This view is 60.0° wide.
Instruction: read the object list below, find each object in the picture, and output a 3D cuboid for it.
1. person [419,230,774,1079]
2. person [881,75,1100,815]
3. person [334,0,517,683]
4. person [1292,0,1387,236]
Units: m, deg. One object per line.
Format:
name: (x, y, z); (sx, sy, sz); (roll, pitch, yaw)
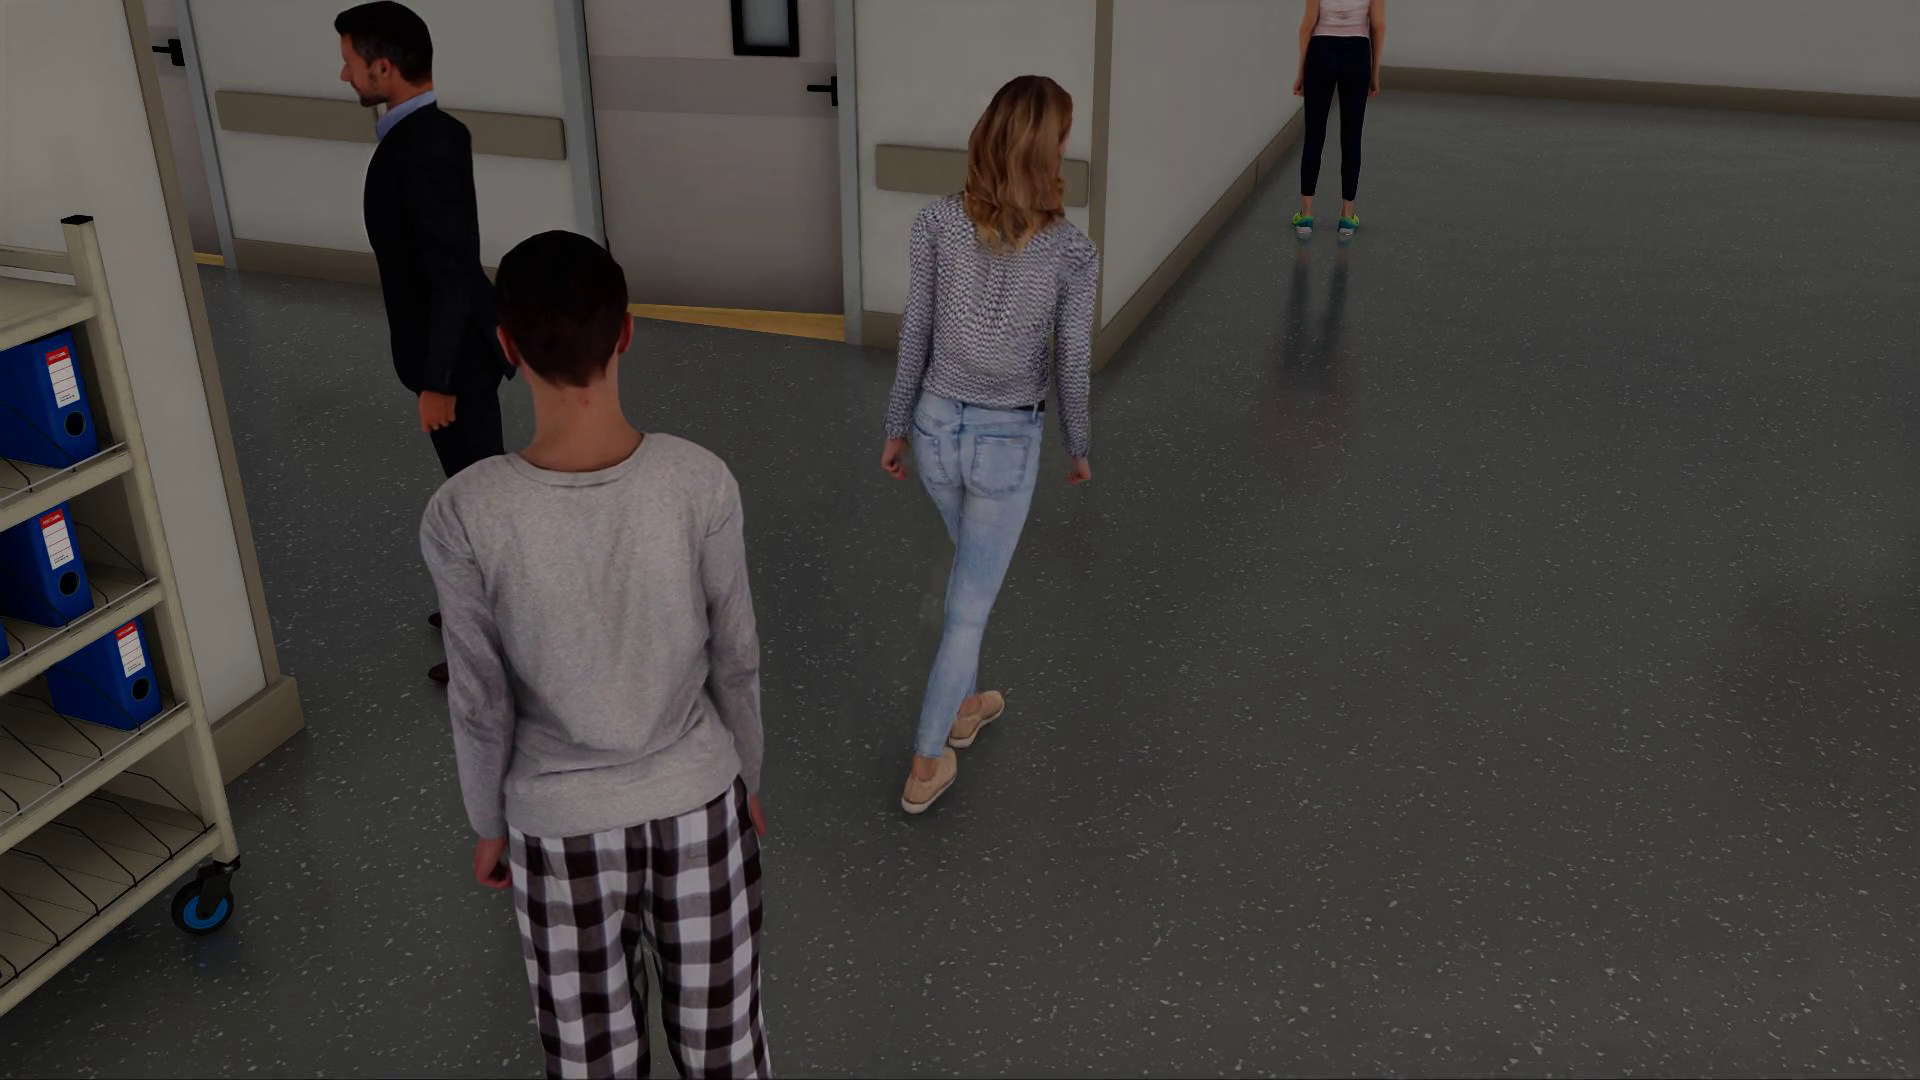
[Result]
person: (-0.525, 0.422, 2.627); (0.706, 1.846, 0.732); (-7, 27, -15)
person: (0.005, -0.157, 3.940); (0.629, 1.747, 0.779); (6, 26, 12)
person: (-1.395, -0.507, 4.536); (0.799, 1.861, 0.713); (-7, 27, -15)
person: (2.007, -2.494, 8.839); (0.640, 1.702, 0.581); (4, 26, 9)
